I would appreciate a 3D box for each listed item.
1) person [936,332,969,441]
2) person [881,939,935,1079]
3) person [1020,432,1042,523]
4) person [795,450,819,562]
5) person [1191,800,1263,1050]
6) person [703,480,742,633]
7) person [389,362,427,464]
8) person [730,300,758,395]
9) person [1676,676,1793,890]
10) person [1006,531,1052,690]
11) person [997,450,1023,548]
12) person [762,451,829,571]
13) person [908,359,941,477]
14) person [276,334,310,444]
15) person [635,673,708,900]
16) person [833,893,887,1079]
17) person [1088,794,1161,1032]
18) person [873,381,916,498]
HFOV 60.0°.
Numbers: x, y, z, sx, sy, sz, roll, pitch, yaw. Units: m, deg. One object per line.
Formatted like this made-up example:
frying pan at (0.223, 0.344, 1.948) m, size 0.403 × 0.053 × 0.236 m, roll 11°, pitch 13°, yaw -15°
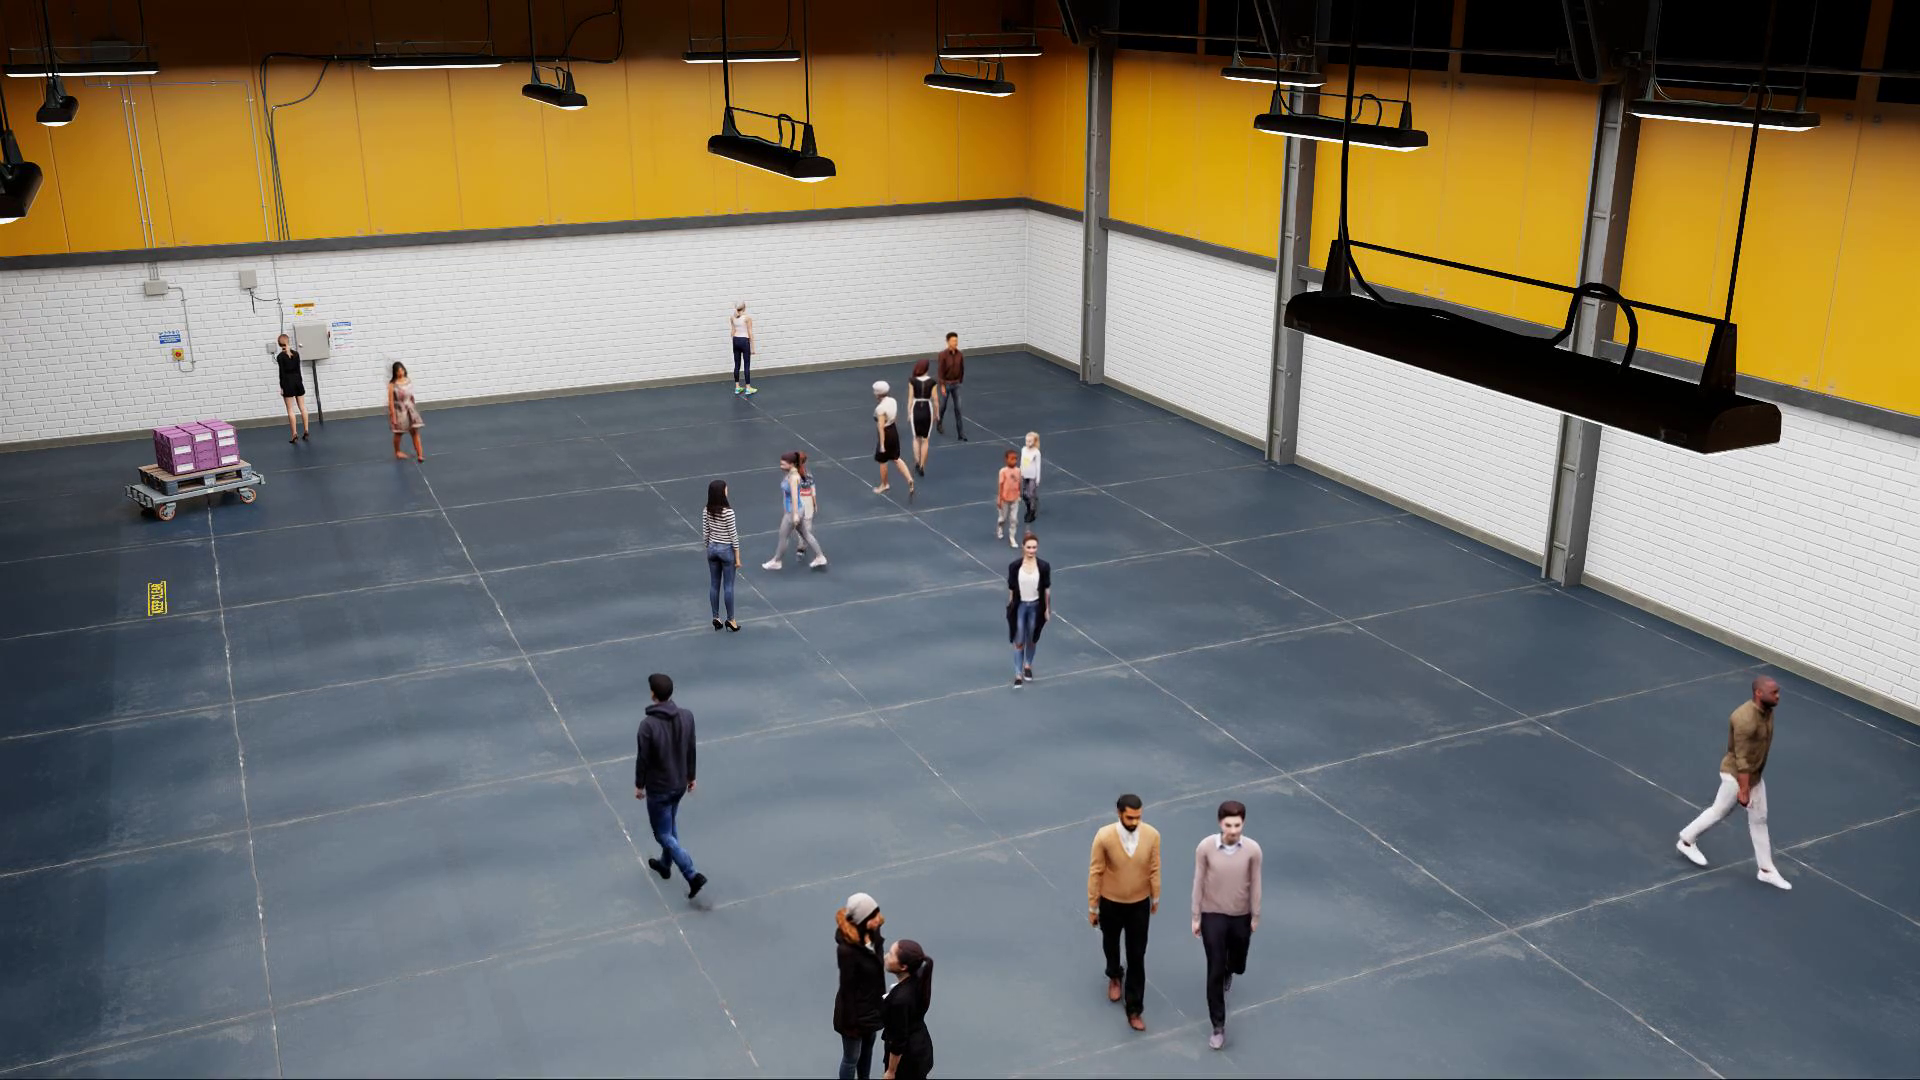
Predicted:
person at (-0.214, -2.499, 27.014) m, size 0.649 × 1.737 × 1.134 m, roll -8°, pitch 20°, yaw -23°
person at (-0.312, 3.191, 10.241) m, size 0.746 × 1.660 × 0.685 m, roll 6°, pitch 20°, yaw 19°
person at (1.009, -0.885, 22.955) m, size 0.576 × 1.270 × 0.652 m, roll 16°, pitch 25°, yaw 40°
person at (-2.038, -0.426, 21.368) m, size 0.880 × 1.413 × 1.008 m, roll 4°, pitch 19°, yaw 12°
person at (1.876, 2.626, 11.709) m, size 0.949 × 1.793 × 1.116 m, roll 2°, pitch 19°, yaw 5°
person at (-2.720, 0.181, 18.962) m, size 0.609 × 1.797 × 0.700 m, roll 9°, pitch 21°, yaw 26°
person at (-8.621, -1.960, 25.654) m, size 1.211 × 1.583 × 0.939 m, roll 14°, pitch 23°, yaw 36°
person at (-3.941, -3.496, 30.030) m, size 0.672 × 1.702 × 0.739 m, roll 7°, pitch 20°, yaw 21°
person at (6.384, 1.946, 13.748) m, size 0.959 × 1.780 × 1.266 m, roll -15°, pitch 24°, yaw -38°
person at (0.726, 0.703, 17.620) m, size 0.848 × 1.665 × 0.995 m, roll 1°, pitch 19°, yaw 2°
person at (0.628, -0.567, 21.967) m, size 0.567 × 1.297 × 0.778 m, roll -5°, pitch 19°, yaw -14°
person at (-2.007, -0.334, 20.856) m, size 0.983 × 1.564 × 1.090 m, roll 1°, pitch 19°, yaw 4°
person at (-0.566, -1.803, 24.873) m, size 0.831 × 1.786 × 0.934 m, roll 1°, pitch 19°, yaw 3°
person at (-10.790, -2.455, 26.835) m, size 0.680 × 1.767 × 0.652 m, roll 12°, pitch 22°, yaw 31°
person at (-2.323, 2.009, 13.427) m, size 1.229 × 1.866 × 0.958 m, roll 17°, pitch 25°, yaw 41°
person at (-0.652, 3.015, 10.804) m, size 0.773 × 1.633 × 0.729 m, roll 9°, pitch 21°, yaw 25°
person at (1.164, 2.580, 11.966) m, size 0.957 × 1.715 × 1.165 m, roll -1°, pitch 19°, yaw -2°
person at (-0.955, -1.405, 23.793) m, size 1.140 × 1.719 × 1.018 m, roll 13°, pitch 23°, yaw 34°
